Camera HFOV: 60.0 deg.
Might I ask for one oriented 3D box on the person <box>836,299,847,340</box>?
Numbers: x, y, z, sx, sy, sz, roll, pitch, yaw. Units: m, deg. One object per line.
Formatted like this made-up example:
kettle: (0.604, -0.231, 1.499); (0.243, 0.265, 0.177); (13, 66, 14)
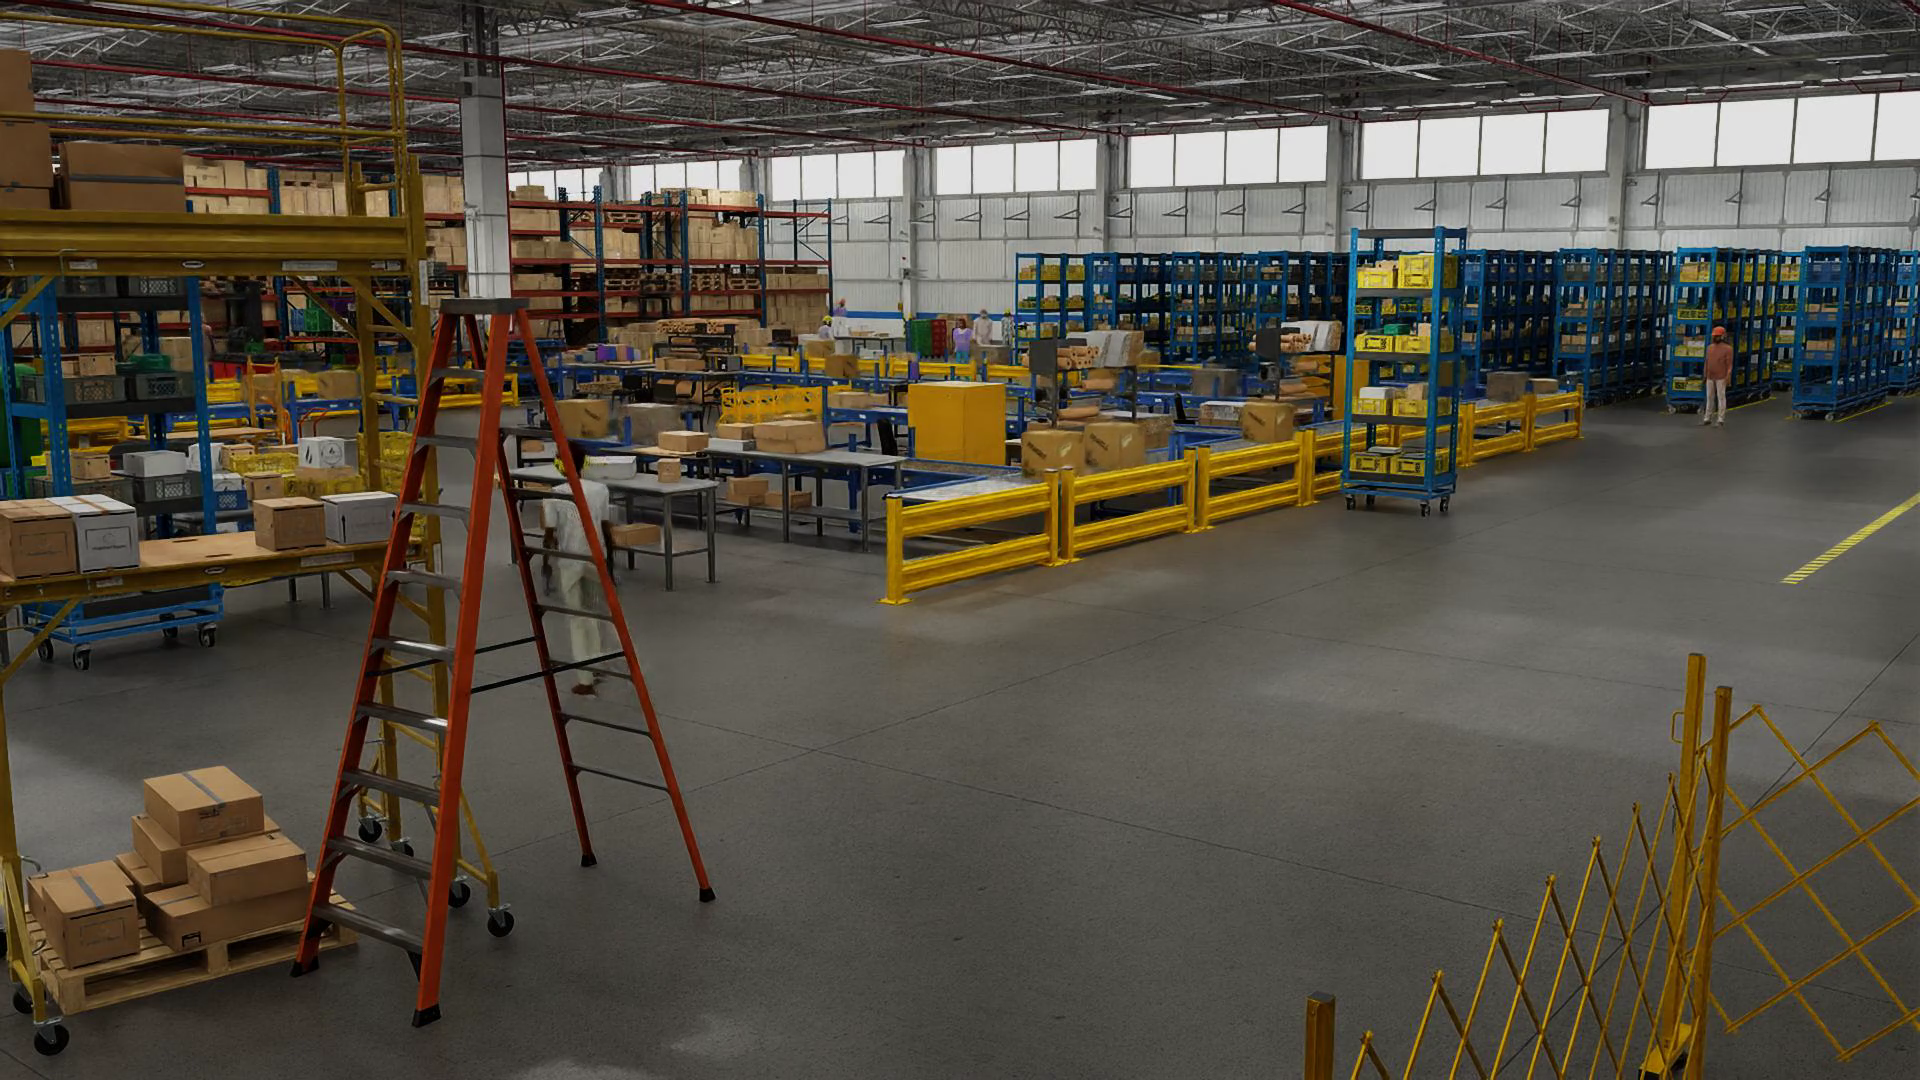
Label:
person: (-5.179, -9.603, 72.943); (0.578, 1.922, 0.404); (-9, 13, -44)

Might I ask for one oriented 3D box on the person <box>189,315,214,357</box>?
person: (-21.074, -5.320, 46.287); (0.638, 1.903, 0.408); (-1, 9, -4)

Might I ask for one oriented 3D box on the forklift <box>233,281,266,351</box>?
forklift: (-19.227, -5.619, 45.100); (1.129, 2.768, 1.873); (7, 11, 37)

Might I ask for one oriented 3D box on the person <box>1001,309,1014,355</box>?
person: (1.779, -7.728, 61.836); (0.485, 1.734, 0.346); (-2, 9, -10)

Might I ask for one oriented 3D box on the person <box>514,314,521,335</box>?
person: (-12.706, -5.409, 46.844); (0.640, 1.905, 0.844); (1, 9, 7)

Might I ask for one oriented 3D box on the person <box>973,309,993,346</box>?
person: (0.762, -6.726, 55.218); (0.648, 1.860, 0.967); (-2, 9, -11)

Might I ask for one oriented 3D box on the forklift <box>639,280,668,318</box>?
forklift: (-10.372, -7.440, 56.467); (1.129, 2.768, 1.873); (-2, 9, -14)

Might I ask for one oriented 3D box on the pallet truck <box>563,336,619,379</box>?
pallet truck: (-10.690, -5.294, 48.215); (1.601, 1.201, 0.680); (-5, 10, -26)

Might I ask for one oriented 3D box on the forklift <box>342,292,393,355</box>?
forklift: (-16.485, -5.622, 45.120); (1.129, 2.768, 1.873); (7, 11, 37)

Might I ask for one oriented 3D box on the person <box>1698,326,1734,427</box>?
person: (14.978, -3.226, 32.920); (0.378, 1.995, 0.609); (-5, 10, -28)

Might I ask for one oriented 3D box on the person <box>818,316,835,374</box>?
person: (-3.812, -5.544, 47.911); (0.404, 1.824, 0.603); (-9, 12, -43)

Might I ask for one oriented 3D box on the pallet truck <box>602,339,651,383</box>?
pallet truck: (-8.991, -4.871, 45.351); (0.653, 1.274, 1.630); (7, 11, 37)

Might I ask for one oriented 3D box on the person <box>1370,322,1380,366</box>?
person: (10.477, -4.661, 42.407); (0.587, 1.825, 0.404); (-4, 10, -23)

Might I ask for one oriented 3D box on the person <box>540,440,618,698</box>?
person: (-2.753, 0.206, 11.944); (0.551, 1.850, 0.508); (-7, 11, -36)

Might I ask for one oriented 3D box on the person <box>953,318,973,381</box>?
person: (0.082, -5.084, 45.003); (0.564, 1.838, 0.389); (3, 10, 17)
